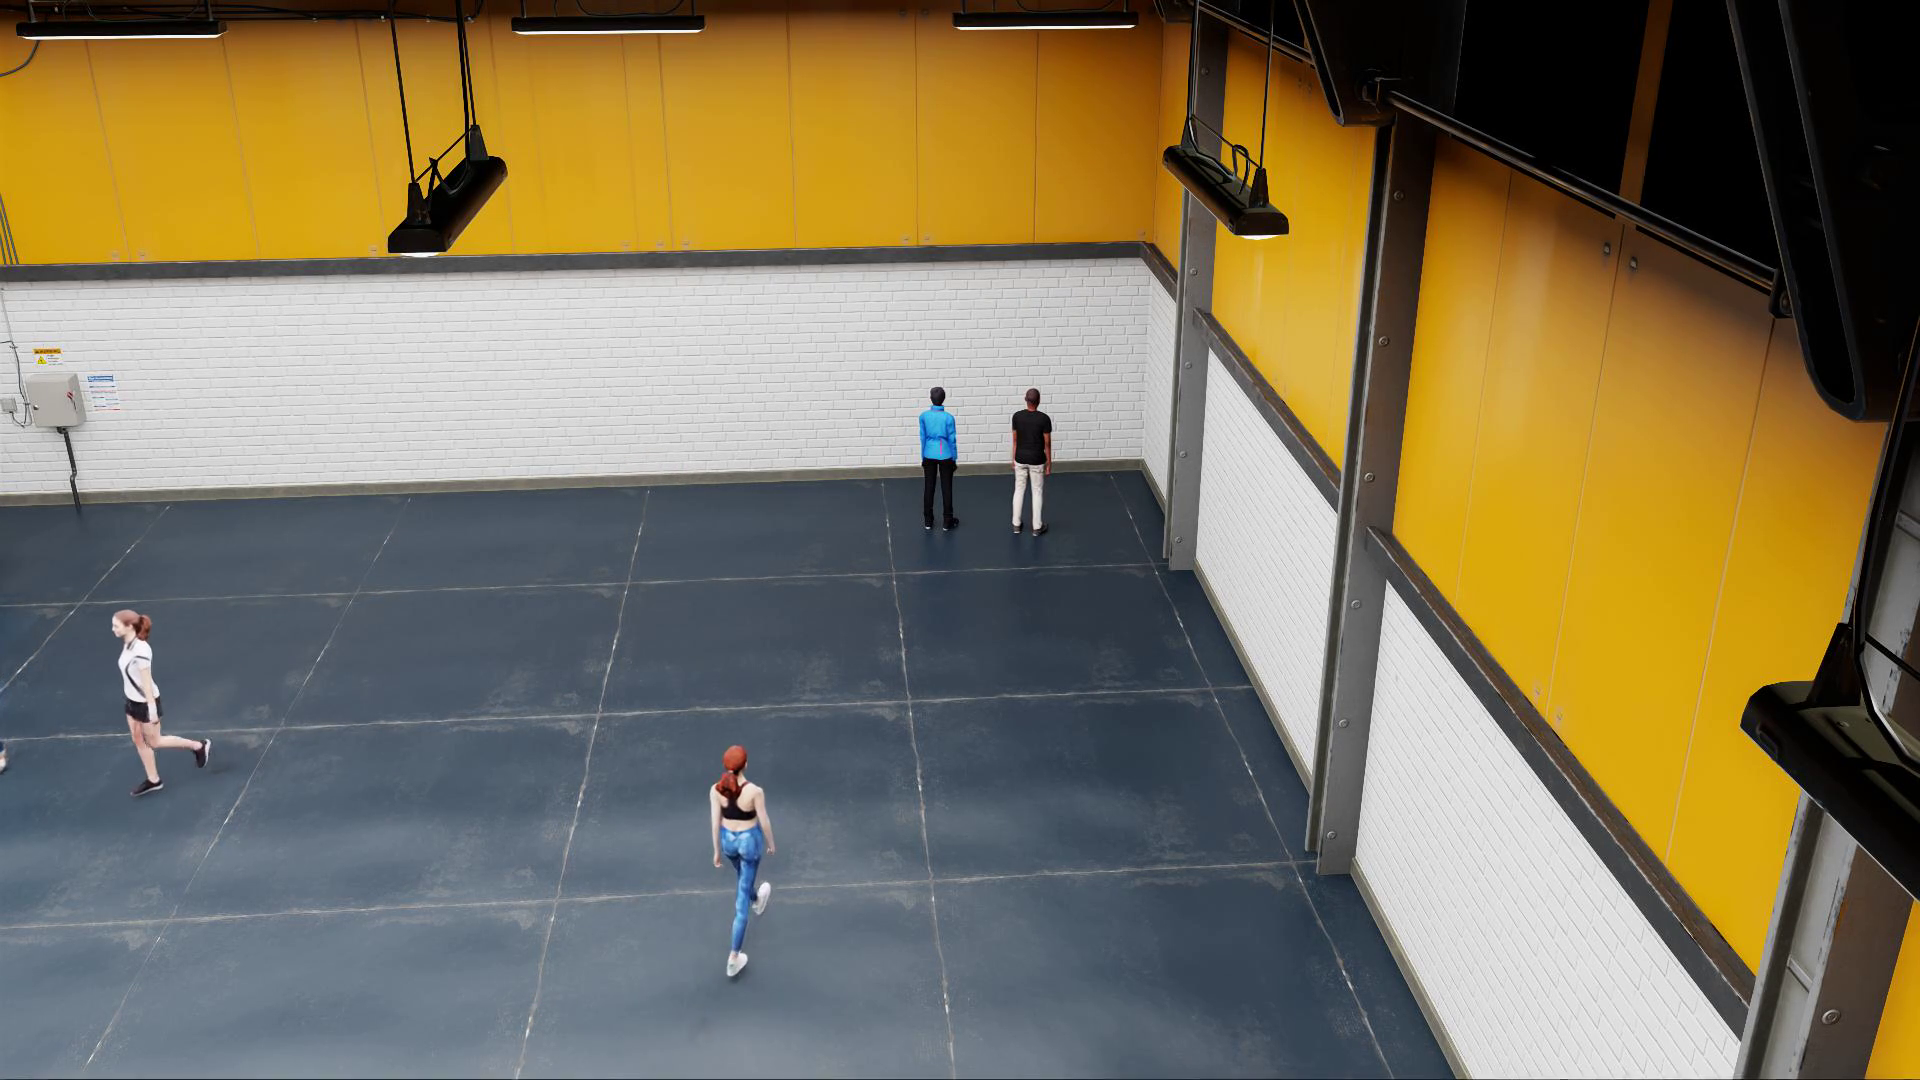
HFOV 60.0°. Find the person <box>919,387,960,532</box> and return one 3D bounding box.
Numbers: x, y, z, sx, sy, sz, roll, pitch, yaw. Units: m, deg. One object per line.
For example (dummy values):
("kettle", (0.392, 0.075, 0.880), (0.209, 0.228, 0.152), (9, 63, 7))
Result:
("person", (-0.264, -0.979, 19.876), (0.680, 1.794, 0.666), (7, 24, 15))

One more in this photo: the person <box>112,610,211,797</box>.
("person", (-7.031, 1.398, 14.516), (0.982, 1.732, 0.954), (-22, 32, -40))

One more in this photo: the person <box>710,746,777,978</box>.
("person", (-1.631, 2.384, 12.267), (0.869, 1.727, 1.296), (6, 24, 13))

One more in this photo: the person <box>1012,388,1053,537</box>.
("person", (0.837, -0.932, 19.761), (0.722, 1.802, 0.709), (7, 25, 16))
